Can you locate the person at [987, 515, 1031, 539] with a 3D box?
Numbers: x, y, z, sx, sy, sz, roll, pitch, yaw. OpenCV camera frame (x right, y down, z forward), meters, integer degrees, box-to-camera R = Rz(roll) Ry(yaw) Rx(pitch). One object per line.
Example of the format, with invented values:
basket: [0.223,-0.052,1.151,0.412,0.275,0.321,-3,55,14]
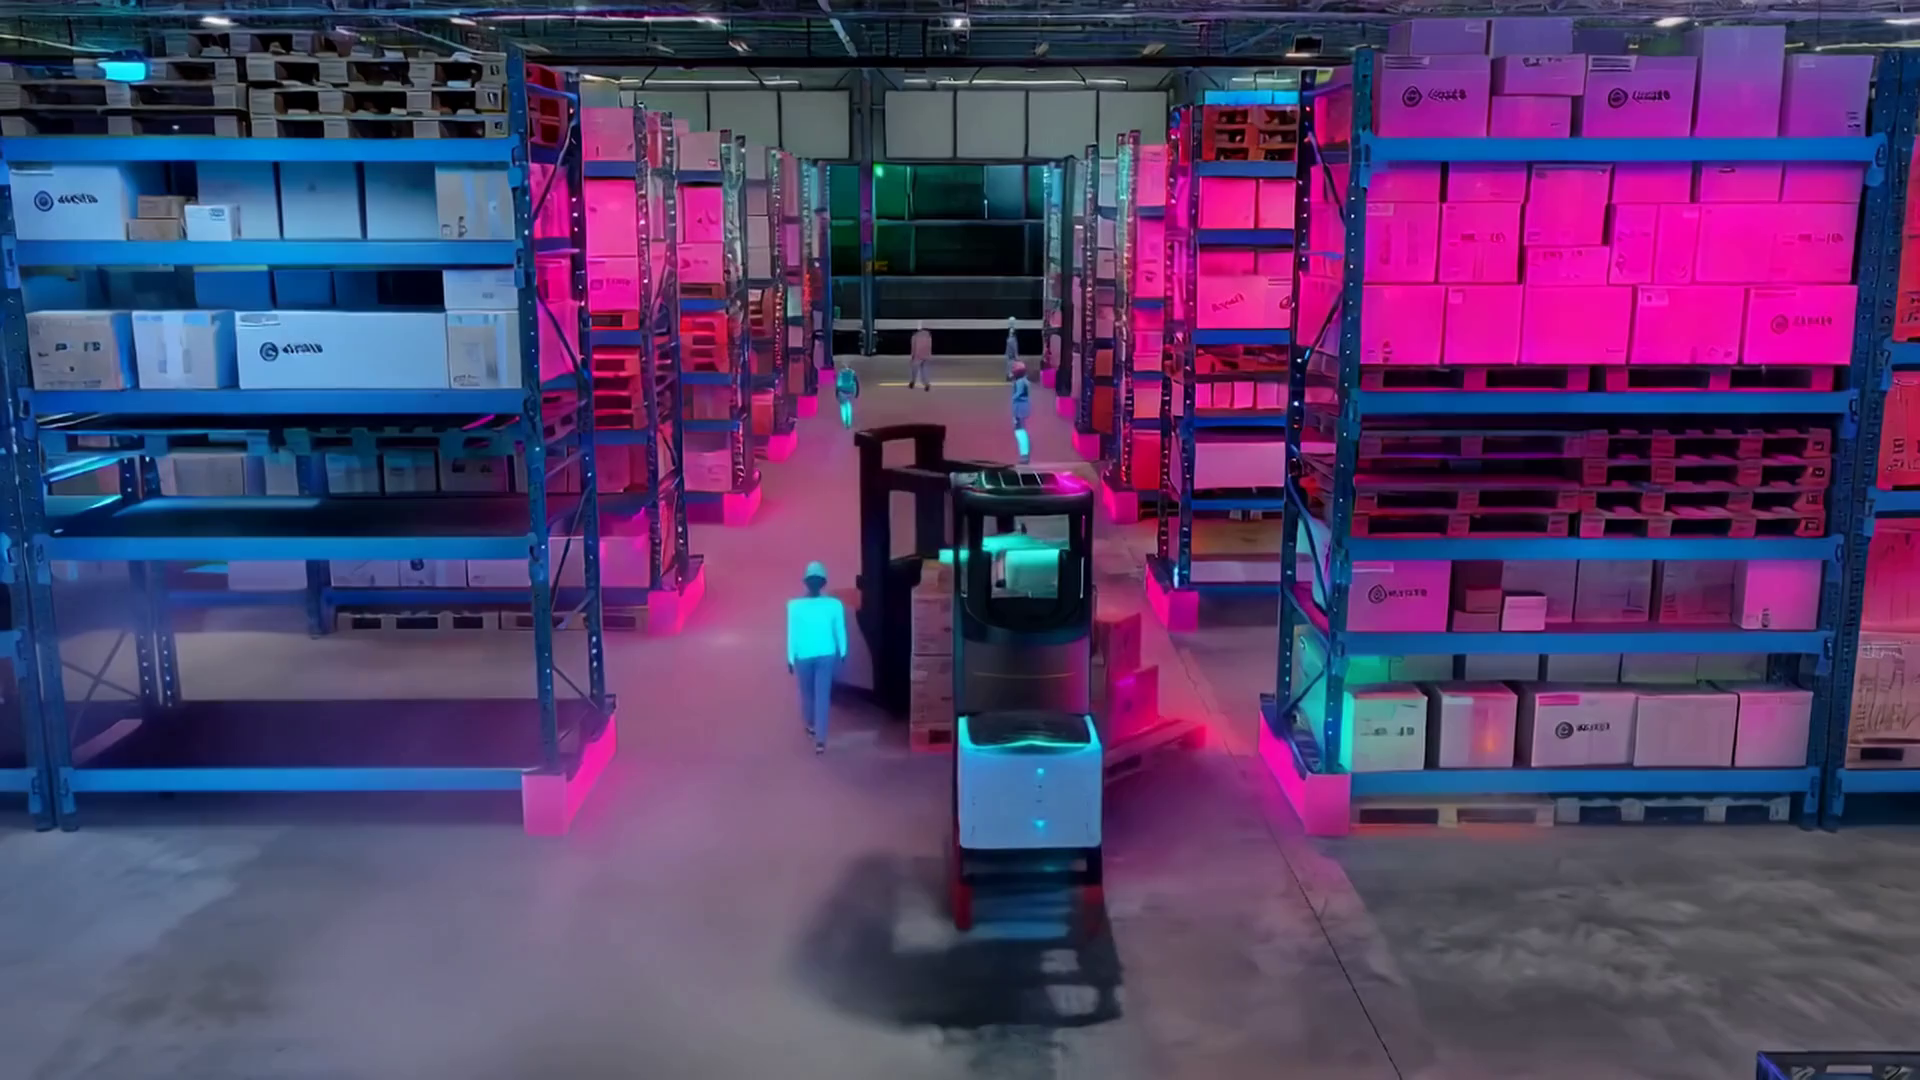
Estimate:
person: [0.588,0.254,19.422,0.548,1.679,0.383,5,13,24]

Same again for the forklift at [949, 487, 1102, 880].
forklift: [0.495,0.986,12.813,1.129,2.768,1.873,0,11,-2]

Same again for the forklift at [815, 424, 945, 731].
forklift: [-0.581,0.288,16.273,1.873,2.768,1.129,11,16,43]

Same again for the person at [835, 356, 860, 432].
person: [-2.481,-3.236,36.793,0.540,1.655,0.863,-1,11,-5]

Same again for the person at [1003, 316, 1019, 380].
person: [1.439,-5.495,47.632,0.394,1.815,0.608,-5,12,-22]

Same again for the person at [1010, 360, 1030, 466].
person: [1.142,-2.436,31.900,0.407,2.035,0.601,3,12,15]

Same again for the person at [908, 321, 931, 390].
person: [-1.078,-4.987,44.984,0.639,1.856,1.015,-6,13,-27]

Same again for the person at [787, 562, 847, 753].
person: [-1.318,1.058,15.364,0.544,1.710,0.939,-1,11,-3]
